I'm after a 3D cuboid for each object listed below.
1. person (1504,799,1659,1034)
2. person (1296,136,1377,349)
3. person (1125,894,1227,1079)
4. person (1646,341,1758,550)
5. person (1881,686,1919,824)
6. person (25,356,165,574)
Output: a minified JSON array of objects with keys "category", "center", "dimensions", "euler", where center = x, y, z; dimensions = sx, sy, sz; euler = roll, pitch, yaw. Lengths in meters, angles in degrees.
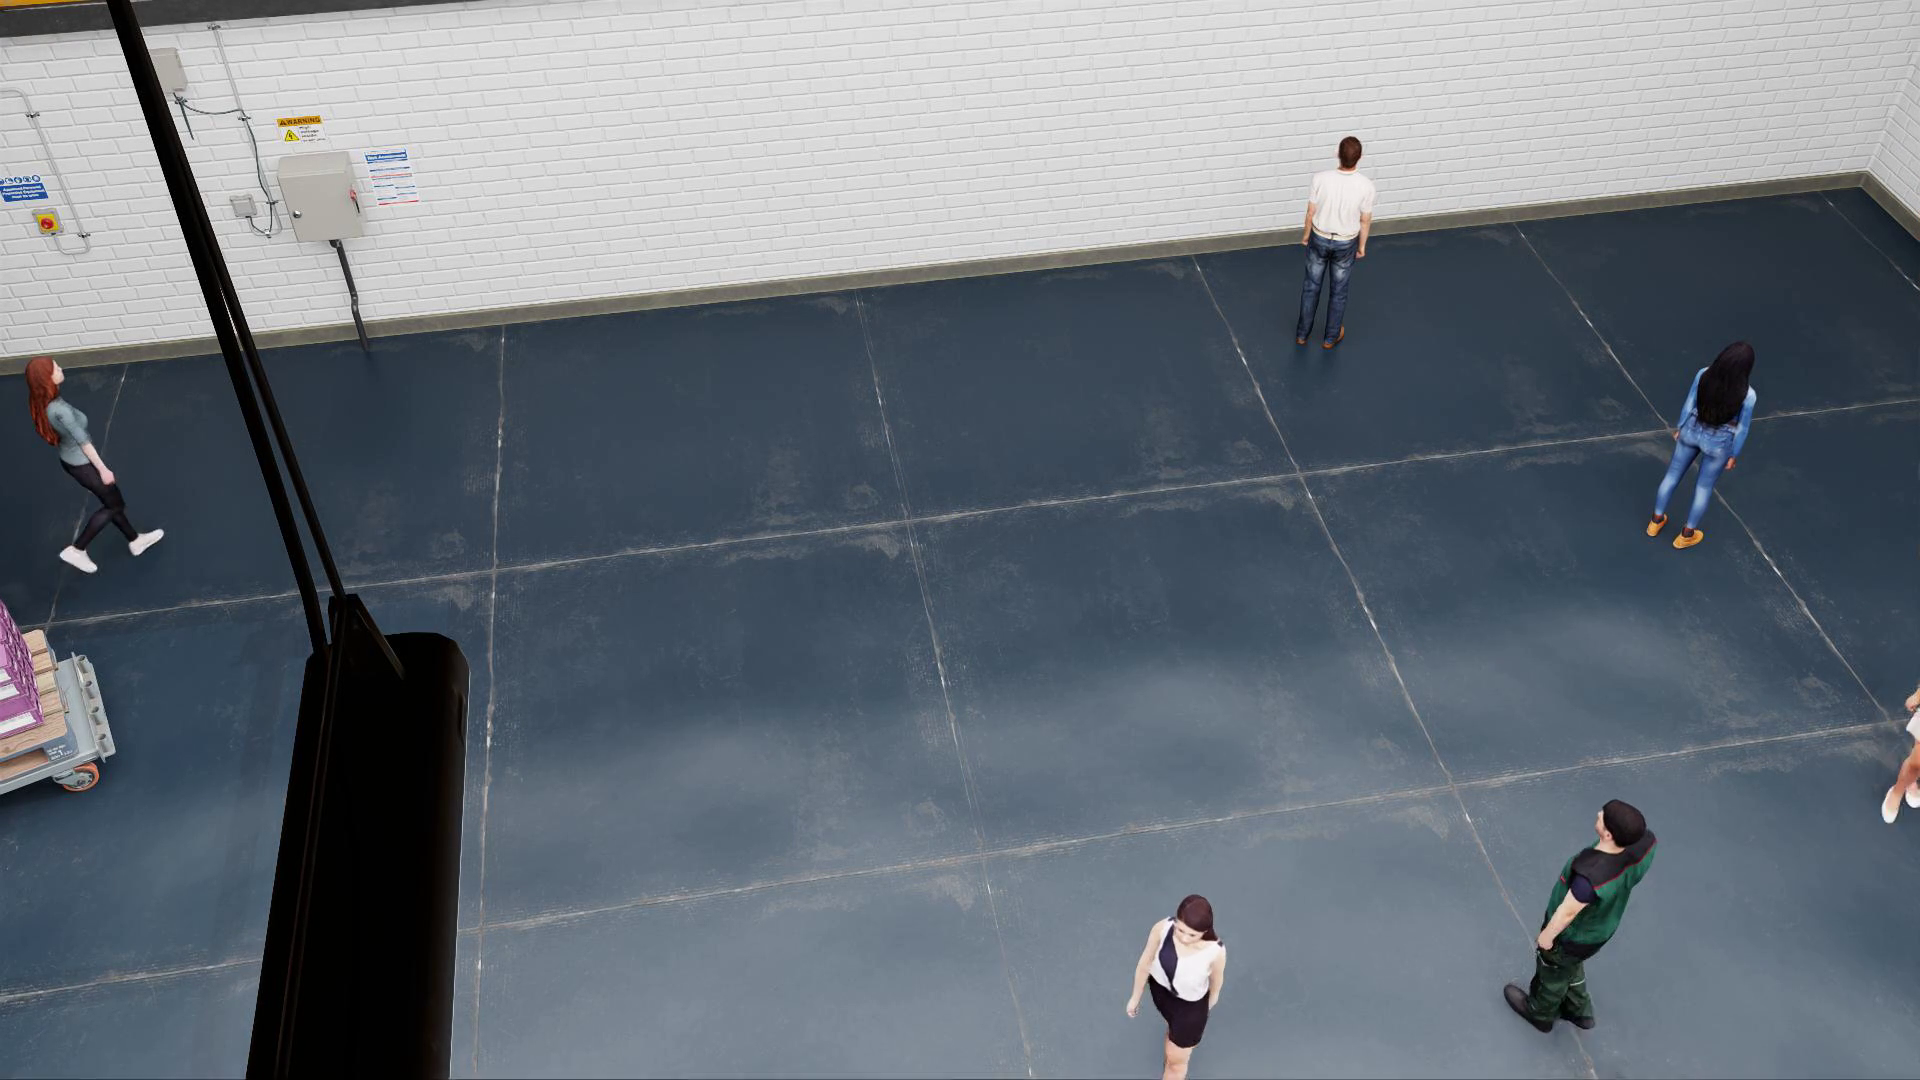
[{"category":"person","center":[3.253,2.008,8.529],"dimensions":[0.852,1.894,0.896],"euler":[-29,51,-27]},{"category":"person","center":[2.940,-2.343,13.124],"dimensions":[0.752,1.856,0.748],"euler":[13,45,14]},{"category":"person","center":[1.141,2.252,8.472],"dimensions":[0.895,1.621,0.995],"euler":[22,48,22]},{"category":"person","center":[5.134,-0.662,11.463],"dimensions":[0.740,1.712,0.637],"euler":[-33,53,-30]},{"category":"person","center":[5.867,0.942,9.786],"dimensions":[0.793,1.704,0.836],"euler":[13,45,13]},{"category":"person","center":[-5.970,-0.466,11.244],"dimensions":[0.955,1.732,0.966],"euler":[33,52,30]}]
